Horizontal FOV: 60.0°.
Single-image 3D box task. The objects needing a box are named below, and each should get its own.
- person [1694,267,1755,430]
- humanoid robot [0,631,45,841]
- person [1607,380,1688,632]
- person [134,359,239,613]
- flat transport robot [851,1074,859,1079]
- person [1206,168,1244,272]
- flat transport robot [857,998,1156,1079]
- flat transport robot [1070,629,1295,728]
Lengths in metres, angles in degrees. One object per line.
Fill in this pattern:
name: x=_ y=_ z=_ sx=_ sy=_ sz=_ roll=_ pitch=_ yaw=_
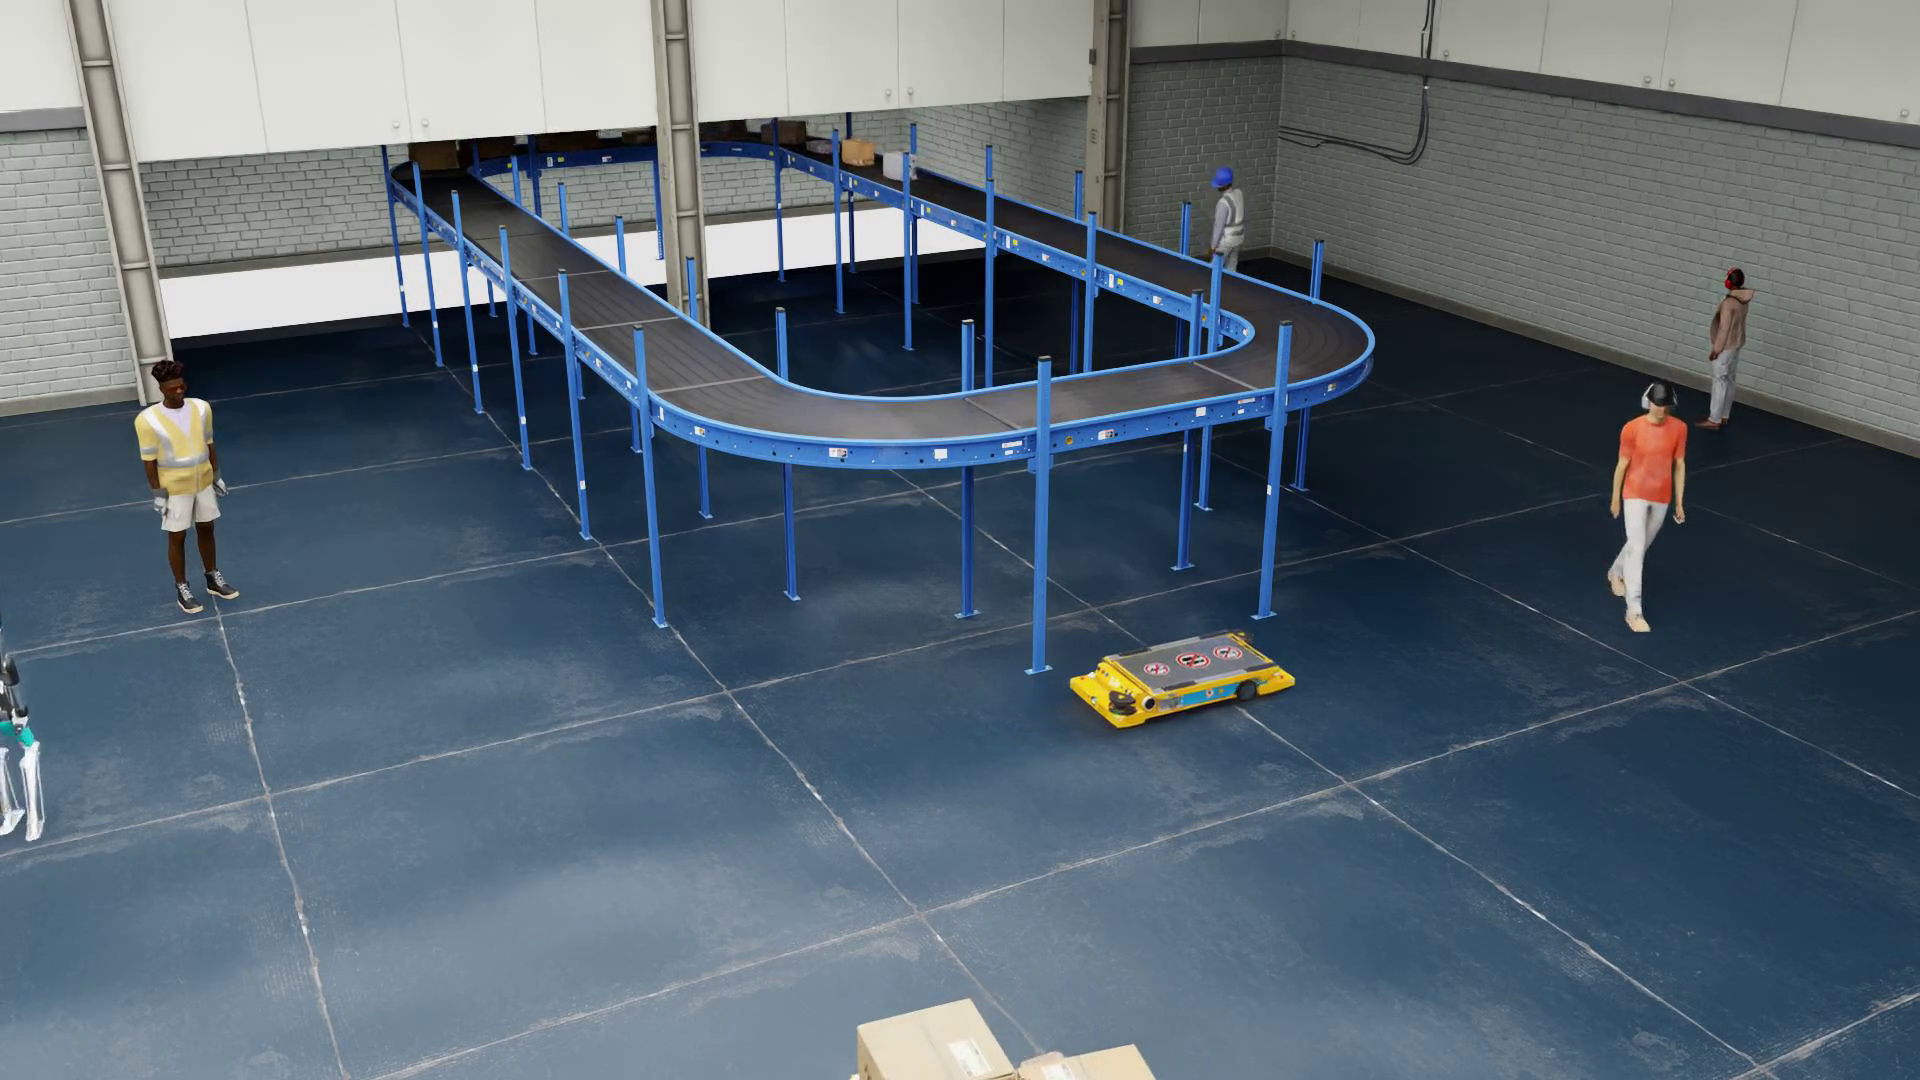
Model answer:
person: x=7.742 y=-1.931 z=16.802 sx=0.458 sy=1.649 sz=0.319 roll=-19 pitch=29 yaw=-38
humanoid robot: x=-5.636 y=0.926 z=9.625 sx=0.548 sy=1.761 sz=0.815 roll=-5 pitch=23 yaw=-12
person: x=5.171 y=-0.331 z=12.569 sx=0.477 sy=1.870 sz=0.957 roll=-1 pitch=22 yaw=-3
person: x=-5.892 y=-0.430 z=12.679 sx=0.373 sy=1.966 sz=0.603 roll=14 pitch=26 yaw=31
flat transport robot: x=-0.072 y=2.669 z=7.279 sx=1.431 sy=0.231 sz=0.659 roll=2 pitch=22 yaw=5
person: x=3.386 y=-3.758 z=21.020 sx=0.391 sy=1.905 sz=0.661 roll=16 pitch=27 yaw=34
flat transport robot: x=0.277 y=2.844 z=6.846 sx=1.431 sy=0.231 sz=0.659 roll=-10 pitch=24 yaw=-24
flat transport robot: x=1.546 y=0.950 z=11.526 sx=1.431 sy=0.231 sz=0.659 roll=-10 pitch=24 yaw=-24
